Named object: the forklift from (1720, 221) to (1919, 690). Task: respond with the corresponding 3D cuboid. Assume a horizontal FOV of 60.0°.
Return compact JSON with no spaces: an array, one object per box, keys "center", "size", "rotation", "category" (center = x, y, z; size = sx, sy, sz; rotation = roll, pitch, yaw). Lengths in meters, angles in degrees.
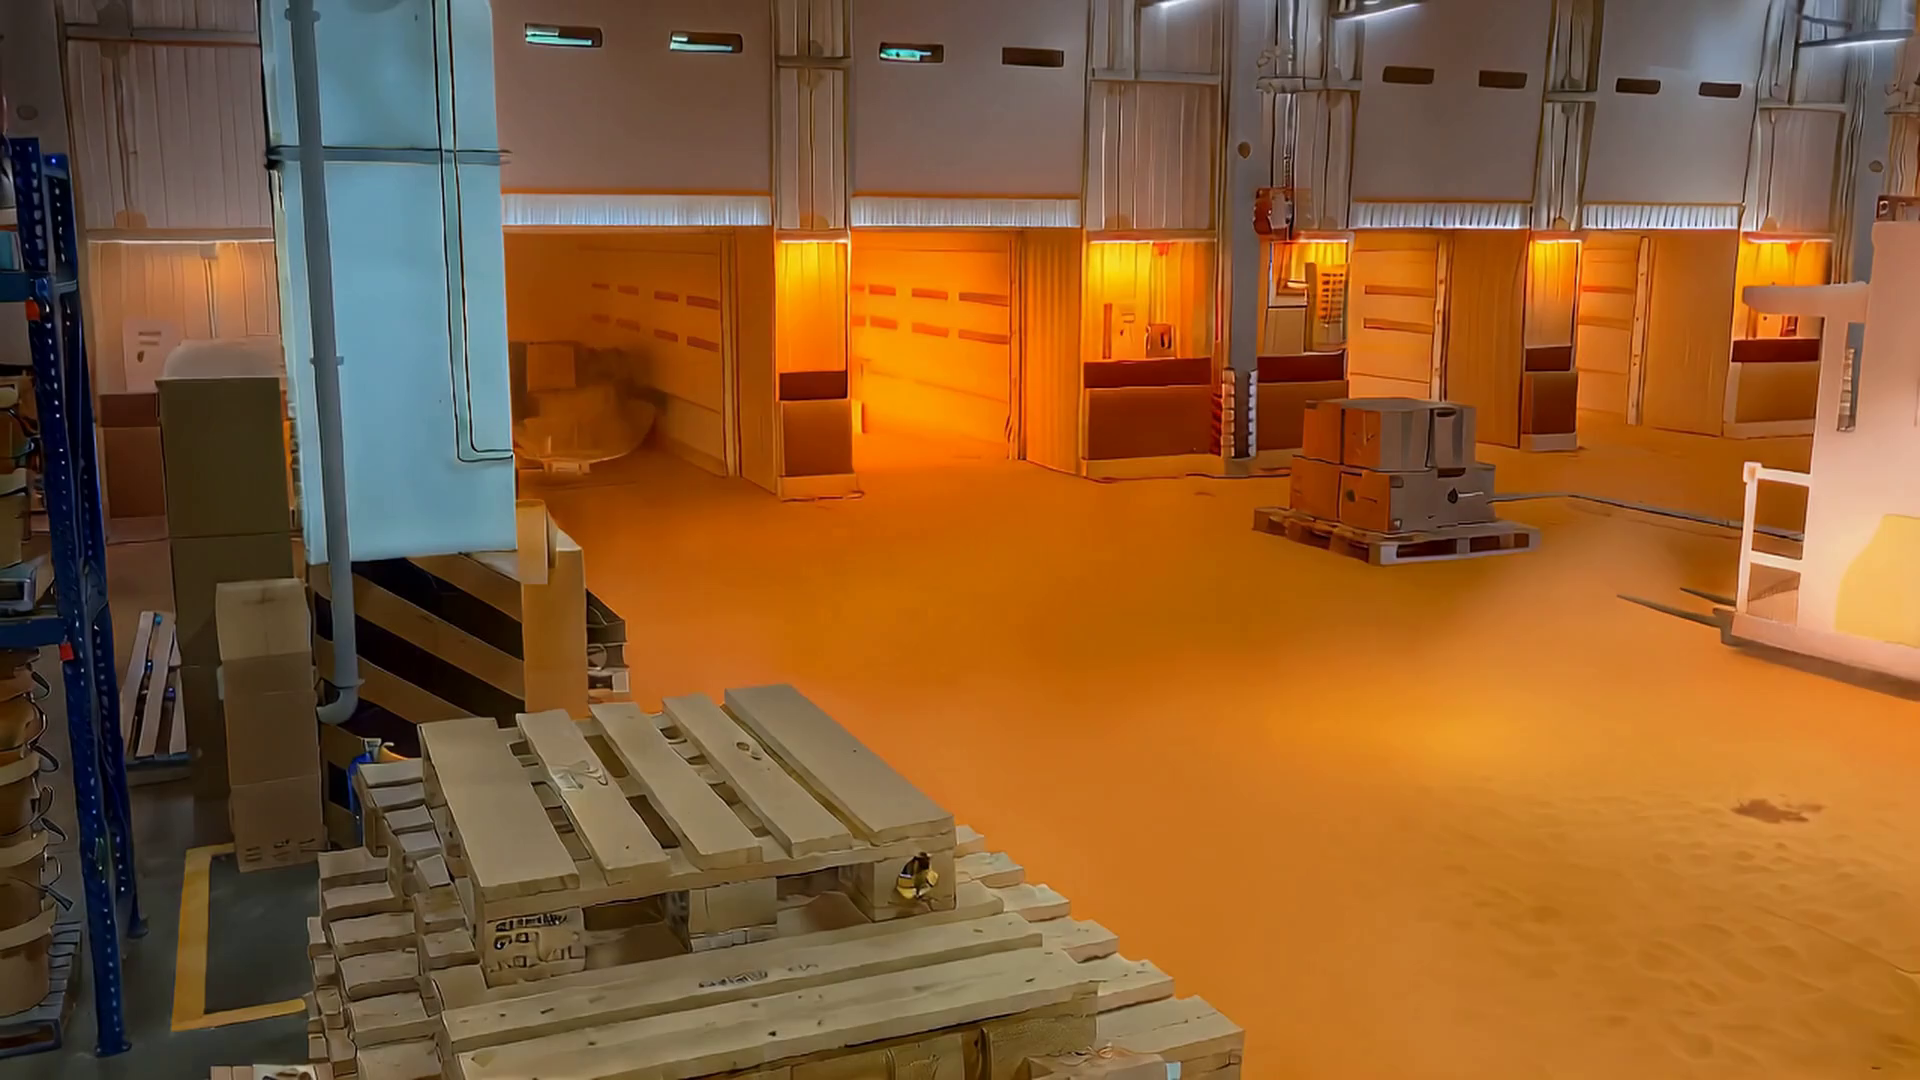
[{"center":[5.949,-0.550,10.218],"size":[1.129,2.768,1.873],"rotation":[-4,11,-23],"category":"forklift"}]
